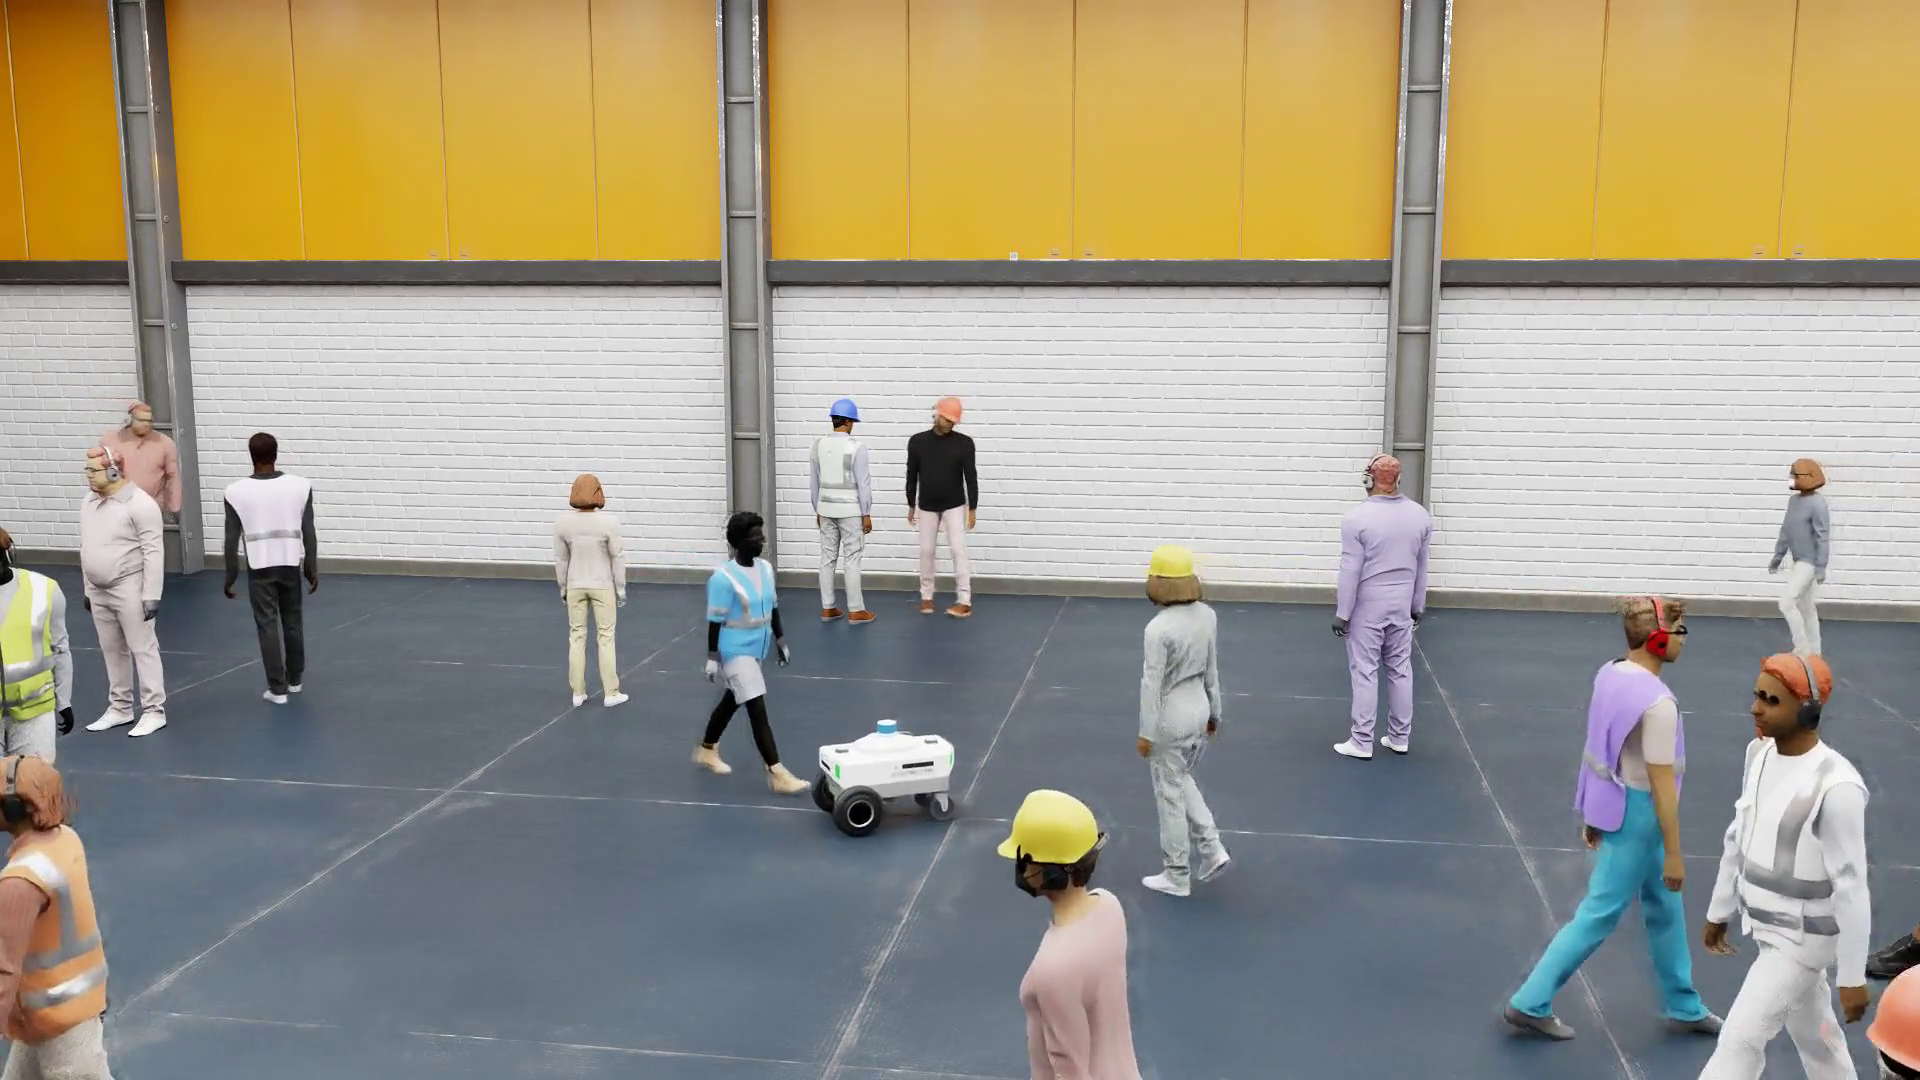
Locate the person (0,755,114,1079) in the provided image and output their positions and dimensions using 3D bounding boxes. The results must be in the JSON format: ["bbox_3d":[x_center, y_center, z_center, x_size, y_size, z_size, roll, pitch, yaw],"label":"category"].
[{"bbox_3d":[-2.826,1.437,4.989,0.846,1.600,0.520,-3,10,-19],"label":"person"}]

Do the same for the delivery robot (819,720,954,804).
[{"bbox_3d":[-0.400,1.235,9.160,0.707,0.478,0.477,-4,10,-21],"label":"delivery robot"}]

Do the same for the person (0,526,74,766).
[{"bbox_3d":[-4.625,0.822,8.041,0.626,1.843,0.430,-6,11,-32],"label":"person"}]

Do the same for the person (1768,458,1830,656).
[{"bbox_3d":[6.381,0.190,12.637,0.496,1.619,0.506,1,9,9],"label":"person"}]

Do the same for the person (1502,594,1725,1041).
[{"bbox_3d":[2.611,1.095,6.483,0.948,1.804,0.580,1,9,5],"label":"person"}]

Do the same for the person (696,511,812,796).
[{"bbox_3d":[-1.262,0.642,9.752,0.912,1.645,0.546,5,10,27],"label":"person"}]

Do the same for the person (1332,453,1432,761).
[{"bbox_3d":[2.596,0.414,10.359,0.651,1.906,0.403,-4,10,-22],"label":"person"}]

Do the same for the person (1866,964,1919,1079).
[{"bbox_3d":[1.598,1.628,2.967,1.017,1.887,0.562,2,9,12],"label":"person"}]

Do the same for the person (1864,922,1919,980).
[{"bbox_3d":[4.386,0.974,6.968,1.006,1.894,0.557,3,10,15],"label":"person"}]

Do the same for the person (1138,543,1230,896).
[{"bbox_3d":[1.041,0.874,8.039,0.380,1.728,0.500,9,13,44],"label":"person"}]

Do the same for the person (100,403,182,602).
[{"bbox_3d":[-7.460,-0.331,15.161,0.654,1.850,0.980,-6,11,-31],"label":"person"}]

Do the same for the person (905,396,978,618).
[{"bbox_3d":[-0.176,-0.287,14.569,0.649,1.954,0.606,1,9,8],"label":"person"}]

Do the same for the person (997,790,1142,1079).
[{"bbox_3d":[0.333,1.487,4.340,0.962,1.717,0.520,5,10,28],"label":"person"}]

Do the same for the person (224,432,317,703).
[{"bbox_3d":[-4.883,0.187,11.778,0.609,1.916,0.499,-6,11,-35],"label":"person"}]

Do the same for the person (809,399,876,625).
[{"bbox_3d":[-1.006,-0.243,14.312,0.602,1.938,0.404,6,11,31],"label":"person"}]

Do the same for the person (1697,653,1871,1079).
[{"bbox_3d":[2.572,1.261,5.347,0.996,1.829,0.603,0,9,3],"label":"person"}]

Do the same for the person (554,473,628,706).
[{"bbox_3d":[-2.564,0.351,11.577,0.498,1.636,0.286,1,9,7],"label":"person"}]

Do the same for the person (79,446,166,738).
[{"bbox_3d":[-5.492,0.336,10.847,0.646,1.904,0.401,4,10,24],"label":"person"}]
